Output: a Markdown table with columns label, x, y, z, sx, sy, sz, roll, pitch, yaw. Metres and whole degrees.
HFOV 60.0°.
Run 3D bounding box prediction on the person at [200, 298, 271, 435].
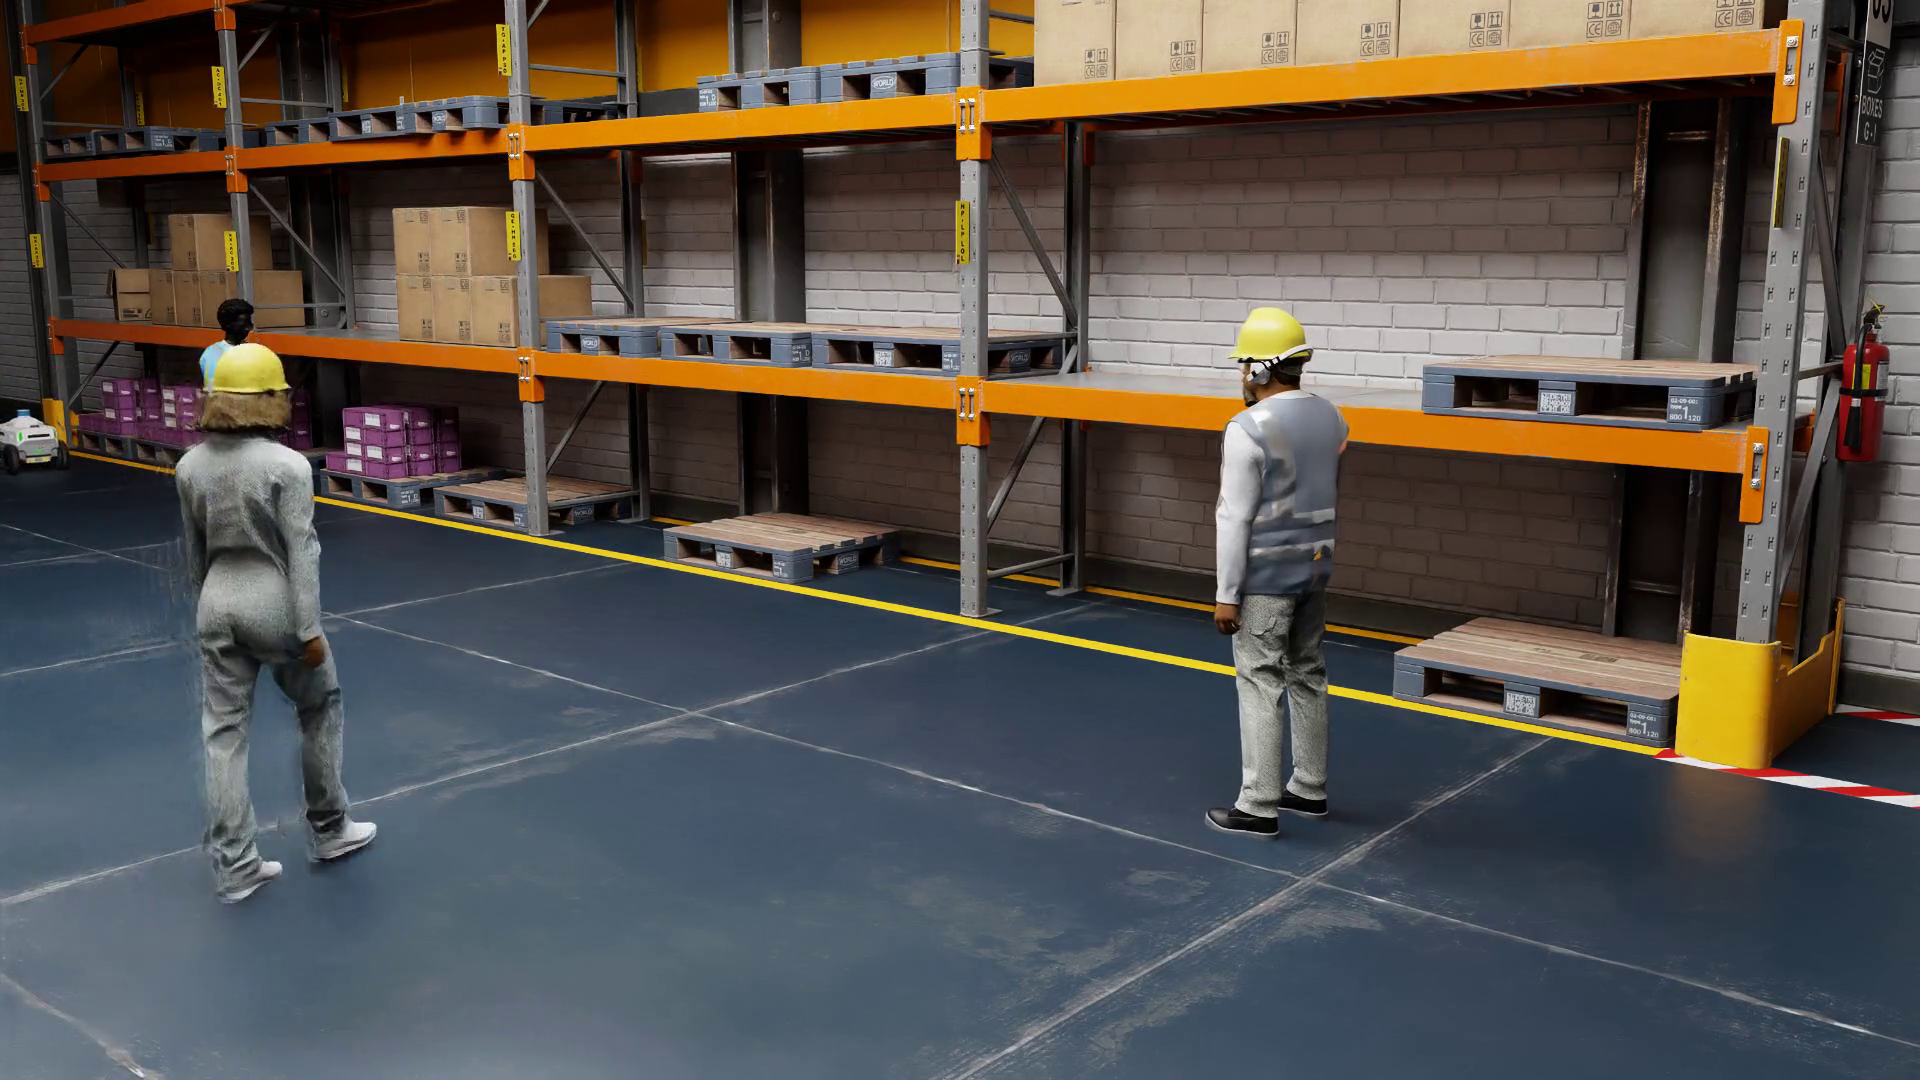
| label | x | y | z | sx | sy | sz | roll | pitch | yaw |
| --- | --- | --- | --- | --- | --- | --- | --- | --- | --- |
| person | -4.801 | -0.758 | 11.088 | 0.319 | 1.694 | 0.532 | 2 | 10 | 12 |

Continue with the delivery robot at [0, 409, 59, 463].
| label | x | y | z | sx | sy | sz | roll | pitch | yaw |
| --- | --- | --- | --- | --- | --- | --- | --- | --- | --- |
| delivery robot | -8.493 | -0.944 | 15.117 | 0.707 | 0.478 | 0.477 | 9 | 14 | 43 |

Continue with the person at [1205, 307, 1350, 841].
| label | x | y | z | sx | sy | sz | roll | pitch | yaw |
| --- | --- | --- | --- | --- | --- | --- | --- | --- | --- |
| person | 1.084 | 0.116 | 5.754 | 0.591 | 1.823 | 0.405 | -9 | 13 | -42 |

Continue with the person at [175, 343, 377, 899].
| label | x | y | z | sx | sy | sz | roll | pitch | yaw |
| --- | --- | --- | --- | --- | --- | --- | --- | --- | --- |
| person | -2.192 | 0.234 | 5.333 | 0.507 | 1.717 | 0.718 | 2 | 10 | 12 |
